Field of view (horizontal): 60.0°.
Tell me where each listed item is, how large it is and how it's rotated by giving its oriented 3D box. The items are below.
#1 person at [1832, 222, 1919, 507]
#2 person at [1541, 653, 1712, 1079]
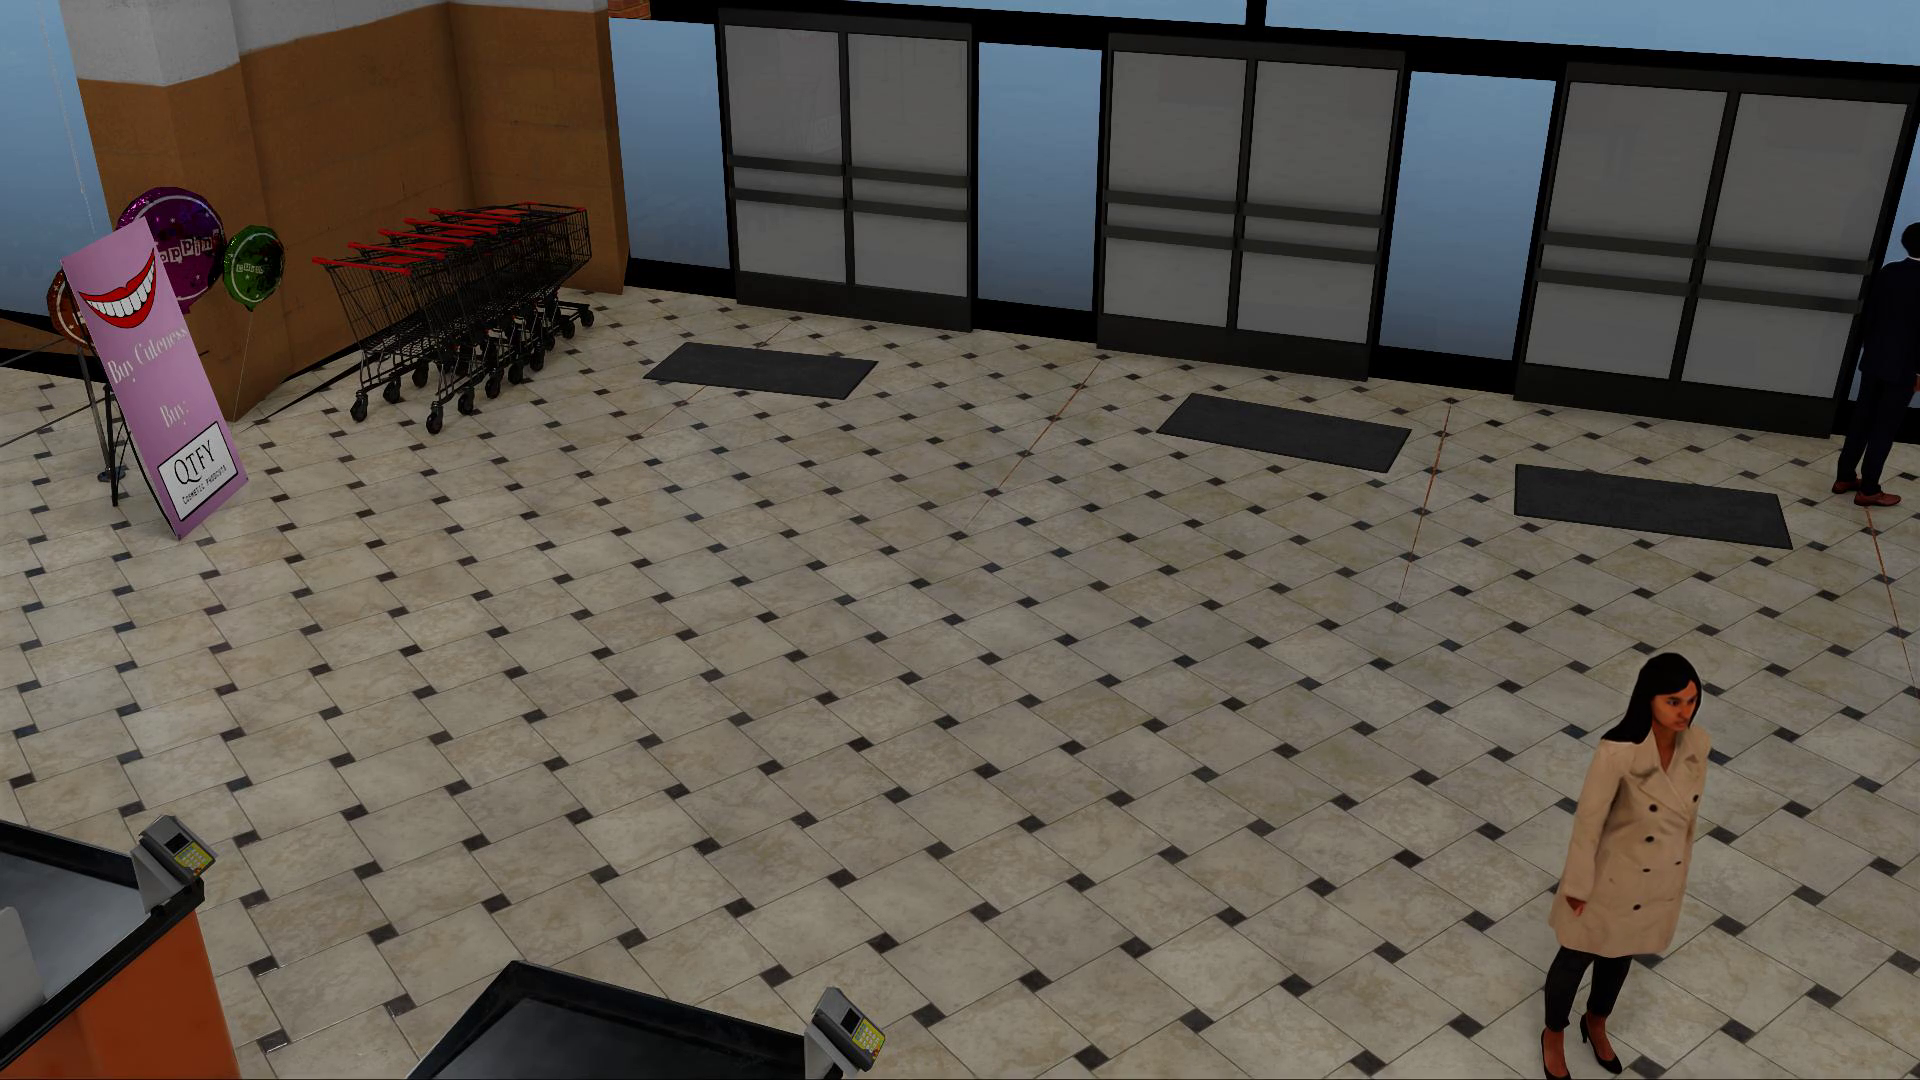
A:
[{"bbox_3d":[5.472,-1.038,9.773,0.768,1.728,0.676,-8,28,-15],"label":"person"},{"bbox_3d":[2.221,1.116,5.577,0.720,1.682,0.737,-7,28,-13],"label":"person"}]
